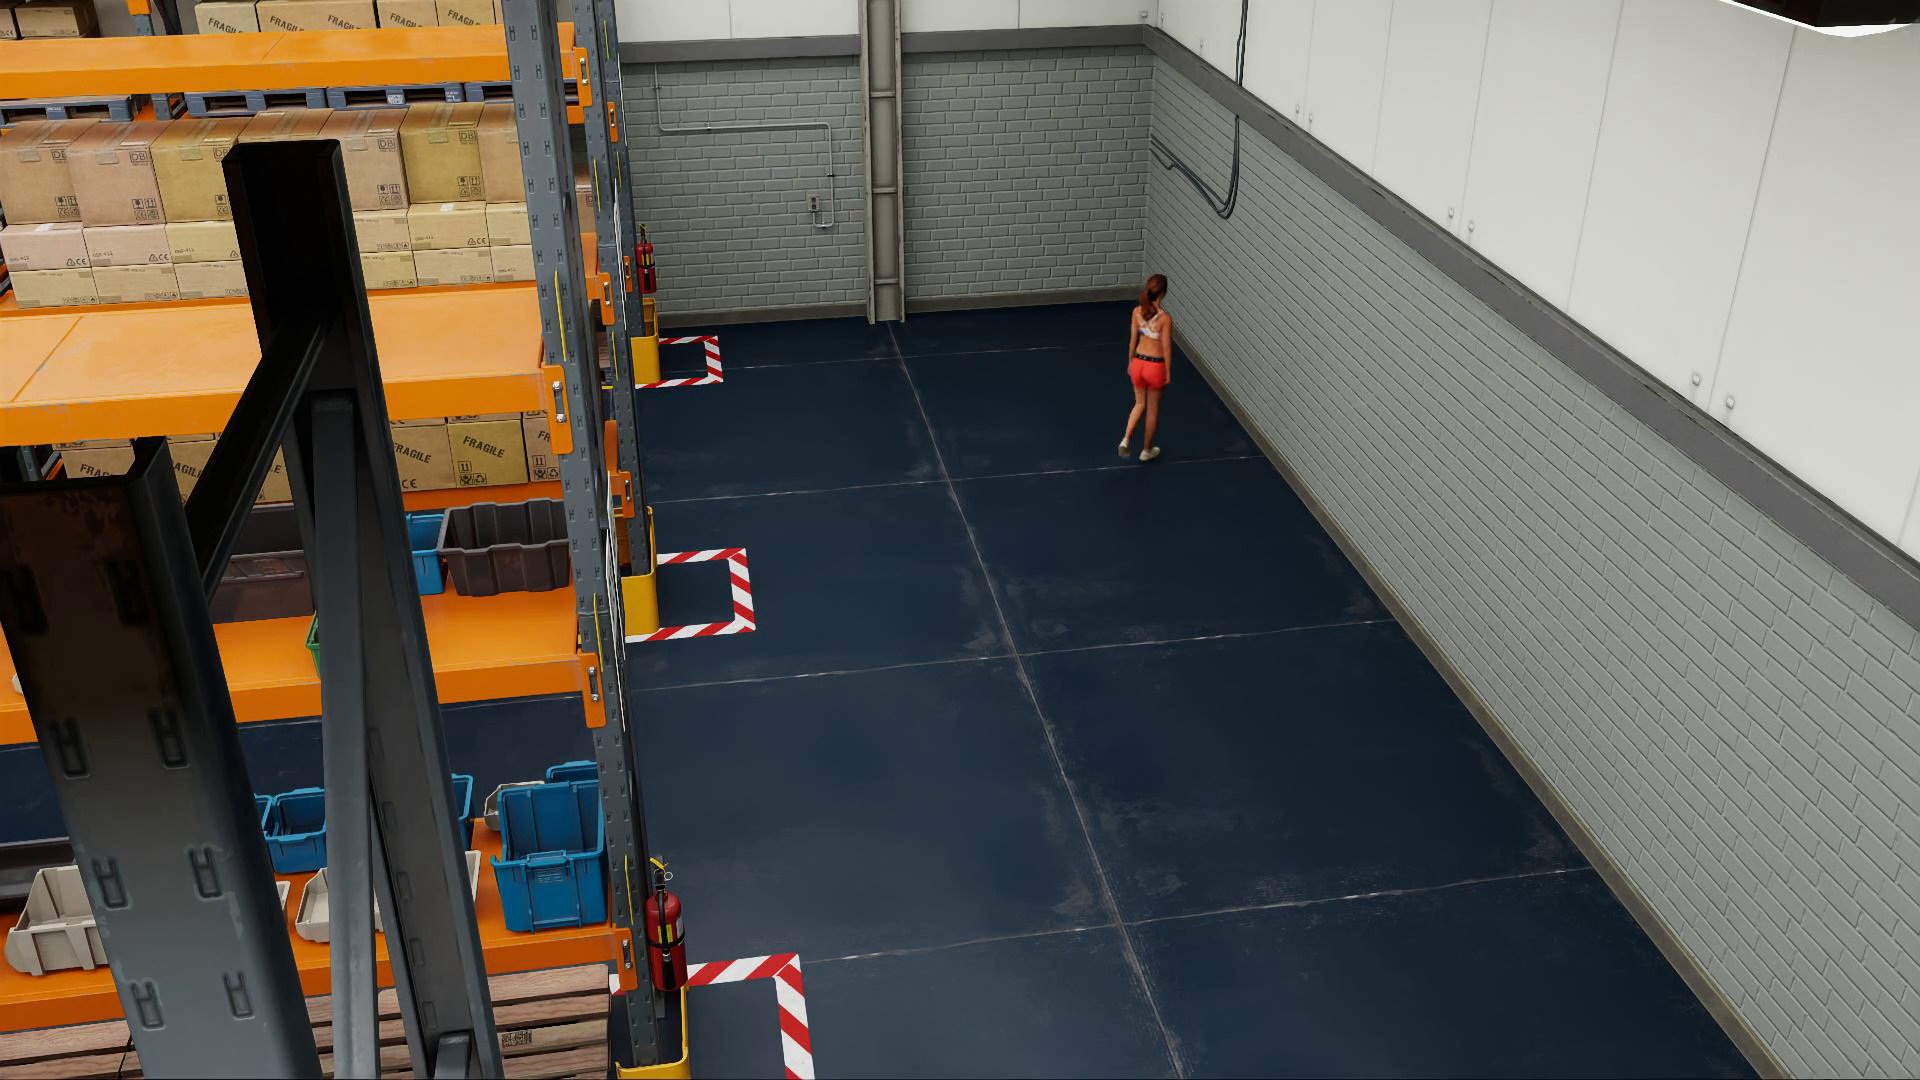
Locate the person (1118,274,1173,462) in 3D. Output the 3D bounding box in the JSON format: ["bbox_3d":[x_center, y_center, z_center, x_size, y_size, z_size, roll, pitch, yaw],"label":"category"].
[{"bbox_3d":[1.632,-1.476,14.776,0.873,1.776,0.944,20,34,33],"label":"person"}]
